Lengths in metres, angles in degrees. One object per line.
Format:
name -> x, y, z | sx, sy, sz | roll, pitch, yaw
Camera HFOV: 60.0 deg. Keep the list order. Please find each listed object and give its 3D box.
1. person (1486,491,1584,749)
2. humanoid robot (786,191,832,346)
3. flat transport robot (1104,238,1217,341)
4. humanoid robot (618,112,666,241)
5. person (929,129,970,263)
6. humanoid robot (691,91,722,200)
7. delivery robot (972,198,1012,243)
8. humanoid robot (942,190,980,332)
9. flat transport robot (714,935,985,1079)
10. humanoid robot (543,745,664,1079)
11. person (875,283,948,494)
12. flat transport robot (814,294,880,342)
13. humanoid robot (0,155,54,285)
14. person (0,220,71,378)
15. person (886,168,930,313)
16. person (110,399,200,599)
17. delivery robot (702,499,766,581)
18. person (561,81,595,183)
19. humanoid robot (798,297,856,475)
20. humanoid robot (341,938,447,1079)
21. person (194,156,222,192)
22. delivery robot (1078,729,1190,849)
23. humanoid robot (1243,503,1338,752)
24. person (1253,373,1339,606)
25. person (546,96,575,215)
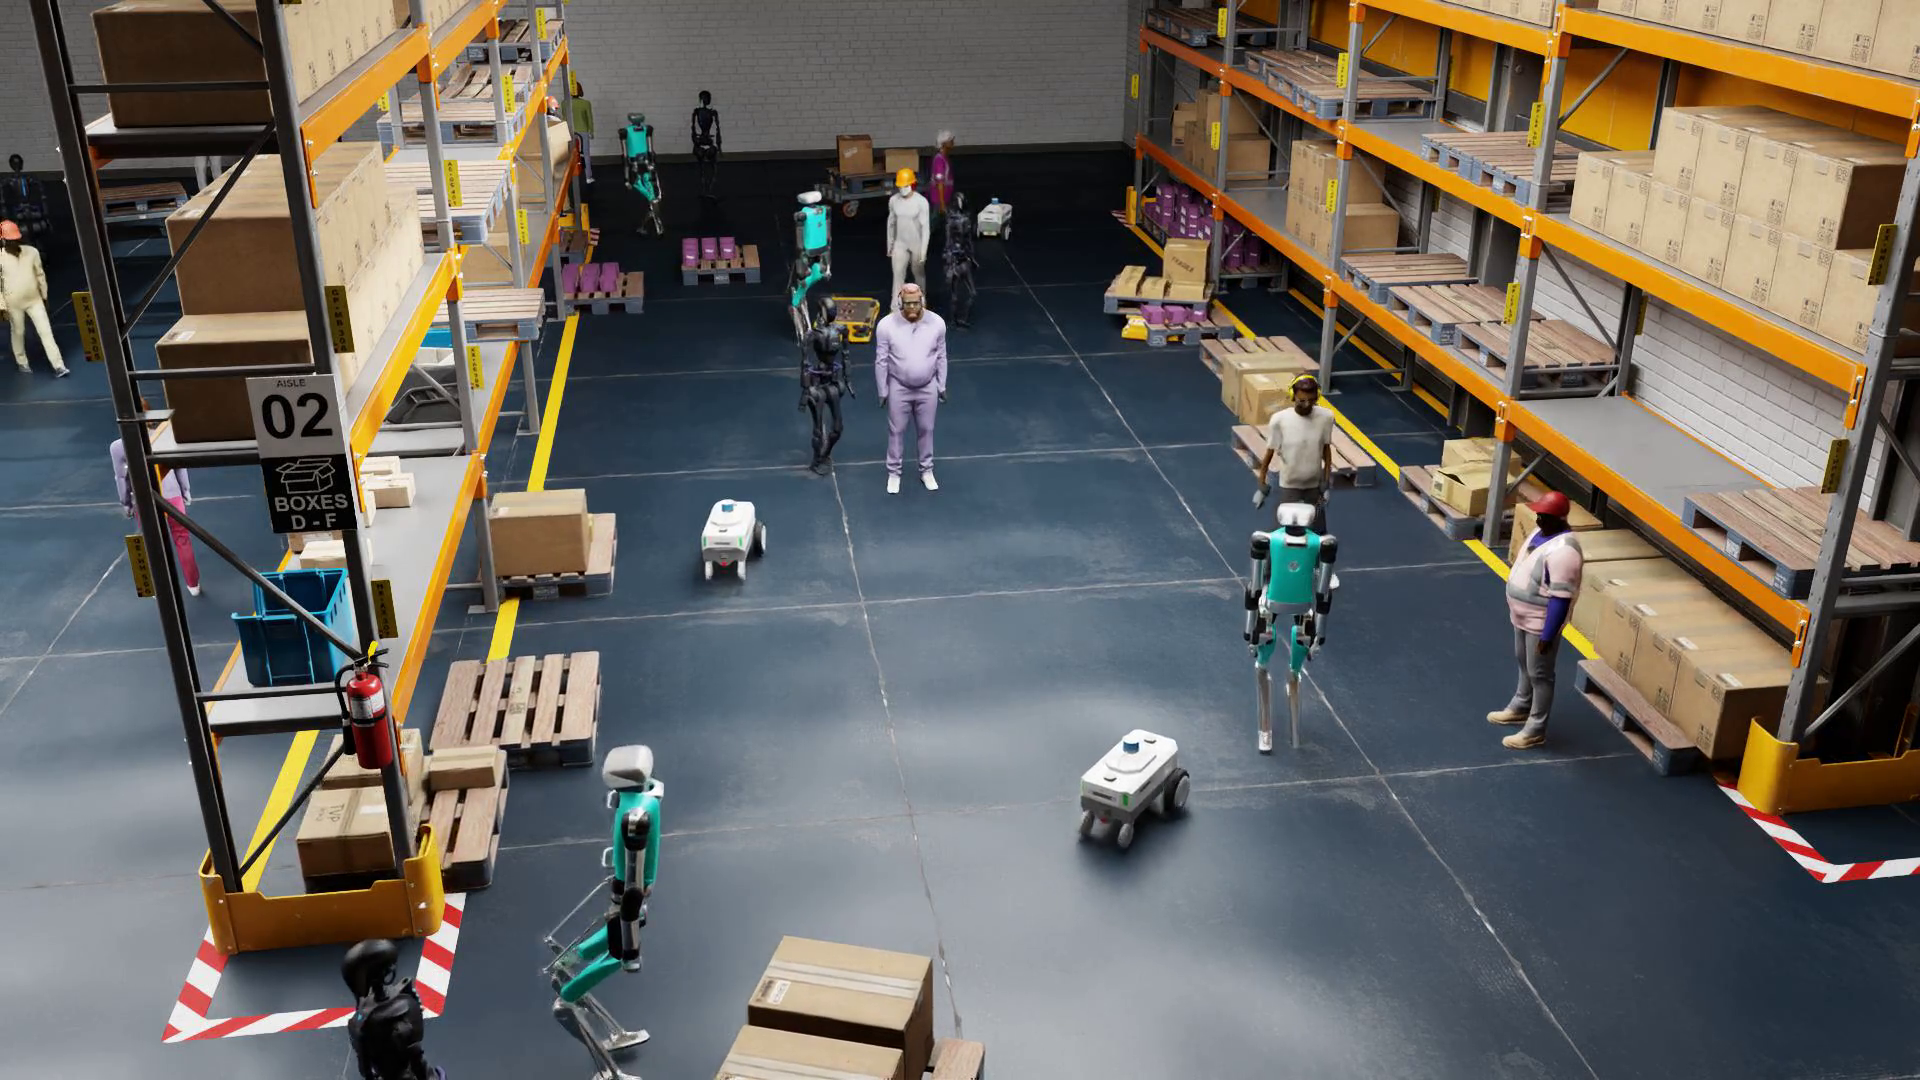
person -> 3.705, 0.497, 10.699 | 0.420, 1.752, 0.601 | 0, 24, -1
humanoid robot -> -1.788, -3.066, 18.892 | 0.674, 1.844, 0.542 | 19, 30, 37
flat transport robot -> 2.358, -2.652, 19.721 | 0.659, 0.231, 1.431 | 6, 24, 13
humanoid robot -> -4.365, -5.105, 23.510 | 0.537, 1.763, 0.975 | -20, 30, -37
person -> -0.289, -4.576, 22.196 | 0.949, 1.799, 0.555 | 5, 24, 11
humanoid robot -> -3.995, -6.135, 25.910 | 0.607, 1.648, 0.472 | 15, 28, 30
delivery robot -> 0.480, -4.552, 23.716 | 0.524, 0.613, 0.785 | 7, 25, 16
humanoid robot -> -0.007, -3.226, 19.267 | 0.337, 1.650, 0.604 | 13, 27, 28
flat transport robot -> -0.511, 2.793, 7.315 | 1.431, 0.231, 0.659 | 5, 24, 12
humanoid robot -> -1.696, 1.765, 7.751 | 0.707, 1.735, 0.533 | -3, 24, -6
person -> -0.417, -1.336, 14.687 | 0.651, 1.905, 0.405 | -5, 24, -11
flat transport robot -> -1.331, -2.615, 19.636 | 0.659, 0.231, 1.431 | 1, 24, 2
humanoid robot -> -12.016, -4.120, 21.342 | 0.597, 1.636, 0.713 | -21, 31, -39
person -> -9.962, -2.555, 17.711 | 0.908, 1.699, 0.588 | 20, 30, 38
person -> -0.623, -3.492, 19.697 | 0.593, 1.842, 0.959 | 6, 24, 13
person -> -6.129, -0.305, 12.683 | 0.498, 1.629, 0.287 | -15, 28, -31
delivery robot -> -1.858, -0.036, 13.392 | 0.499, 0.585, 0.765 | 0, 24, 1
person -> -6.215, -6.641, 27.119 | 0.492, 1.624, 0.281 | -1, 24, -2
humanoid robot -> -1.242, -1.422, 15.182 | 0.609, 1.651, 0.367 | -21, 31, -39
humanoid robot -> -2.227, 2.297, 6.723 | 0.362, 1.664, 0.612 | -21, 31, -39
person -> -11.631, -6.121, 25.665 | 0.428, 1.846, 0.624 | 19, 30, 36
delivery robot -> 1.031, 1.453, 10.030 | 0.499, 0.609, 0.807 | 15, 28, 30
humanoid robot -> 2.062, 0.535, 10.633 | 0.532, 1.799, 0.669 | 2, 24, 5
person -> 2.615, -0.420, 12.699 | 0.750, 1.832, 0.532 | -3, 24, -6
person -> -6.093, -5.774, 24.995 | 0.562, 1.741, 0.336 | 6, 24, 14
